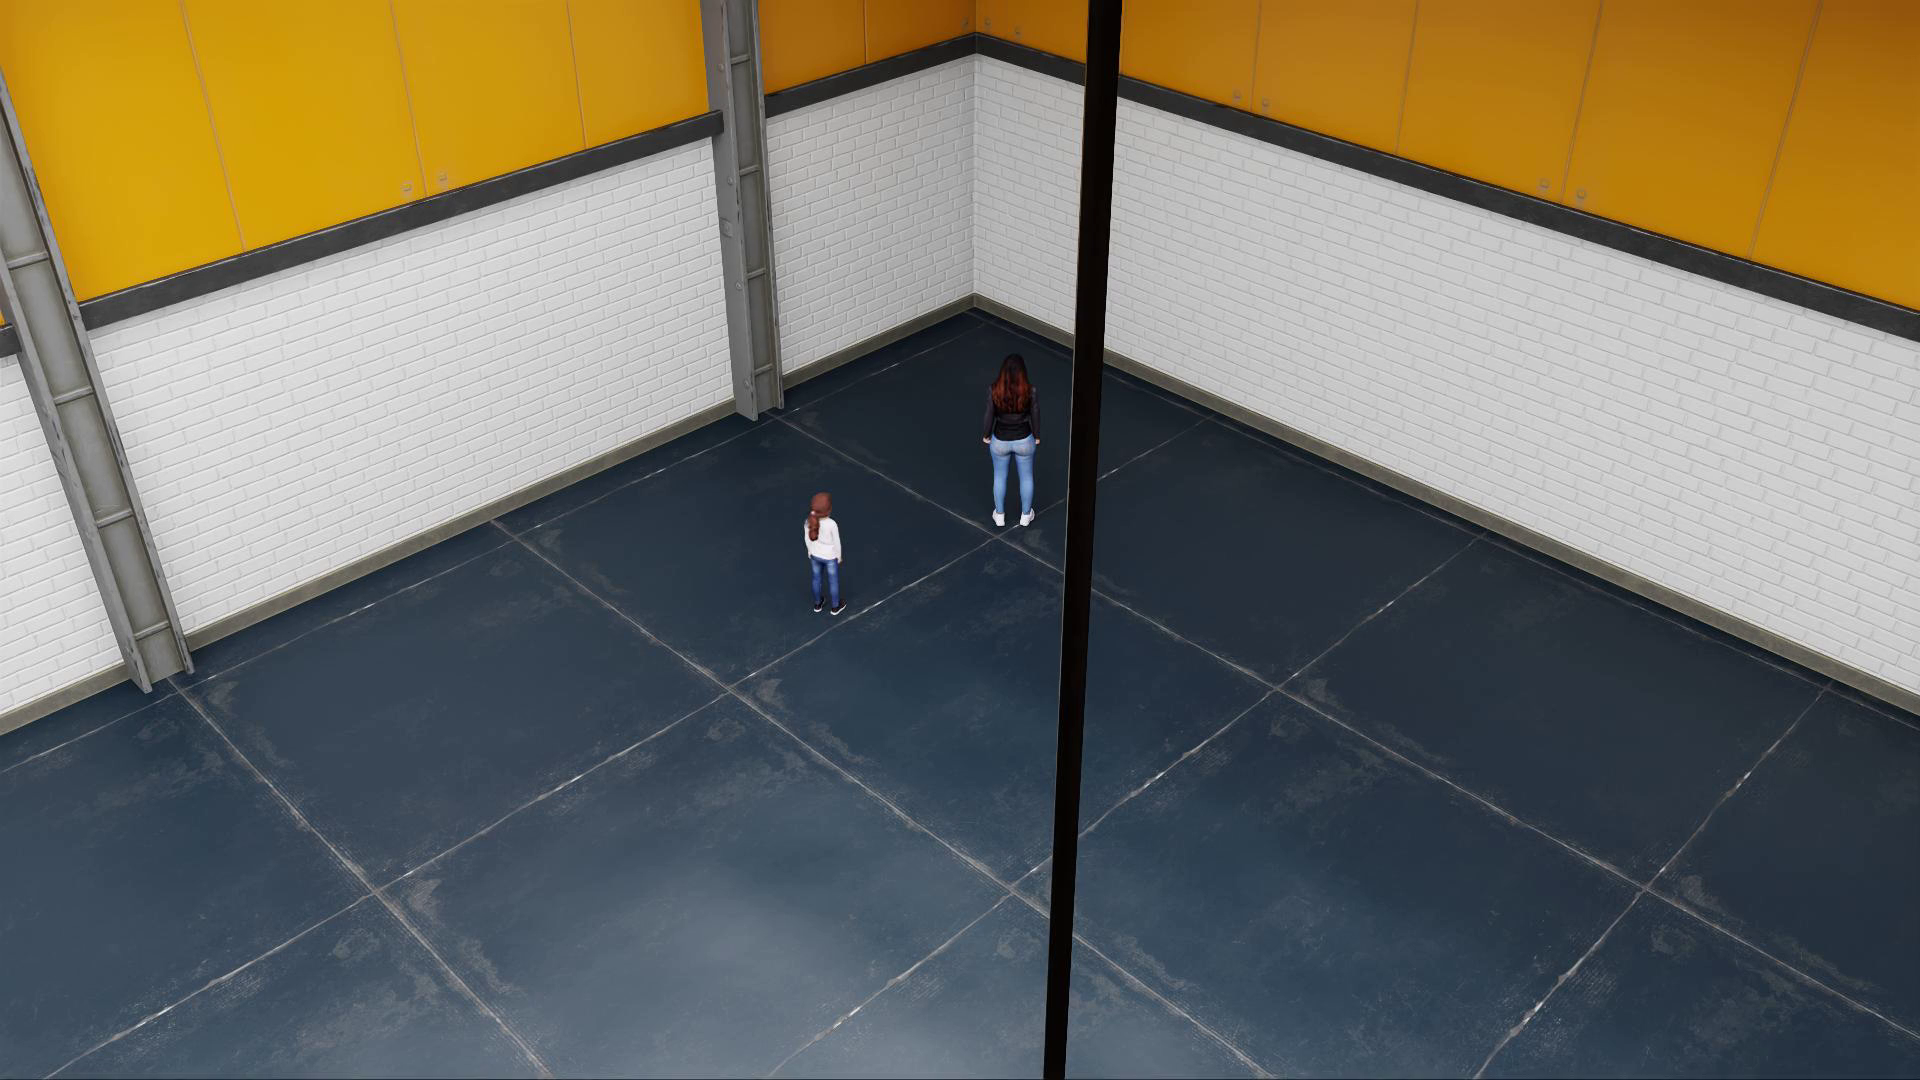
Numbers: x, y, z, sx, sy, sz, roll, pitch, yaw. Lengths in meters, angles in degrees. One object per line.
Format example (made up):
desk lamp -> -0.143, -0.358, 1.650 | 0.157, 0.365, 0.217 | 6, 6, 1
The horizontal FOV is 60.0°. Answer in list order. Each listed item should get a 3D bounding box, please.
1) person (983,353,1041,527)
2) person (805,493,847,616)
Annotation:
person -> 0.454, -0.869, 14.389 | 0.724, 1.634, 0.770 | 2, 34, 2
person -> -1.099, 0.097, 13.406 | 0.526, 1.113, 0.577 | 10, 35, 14
